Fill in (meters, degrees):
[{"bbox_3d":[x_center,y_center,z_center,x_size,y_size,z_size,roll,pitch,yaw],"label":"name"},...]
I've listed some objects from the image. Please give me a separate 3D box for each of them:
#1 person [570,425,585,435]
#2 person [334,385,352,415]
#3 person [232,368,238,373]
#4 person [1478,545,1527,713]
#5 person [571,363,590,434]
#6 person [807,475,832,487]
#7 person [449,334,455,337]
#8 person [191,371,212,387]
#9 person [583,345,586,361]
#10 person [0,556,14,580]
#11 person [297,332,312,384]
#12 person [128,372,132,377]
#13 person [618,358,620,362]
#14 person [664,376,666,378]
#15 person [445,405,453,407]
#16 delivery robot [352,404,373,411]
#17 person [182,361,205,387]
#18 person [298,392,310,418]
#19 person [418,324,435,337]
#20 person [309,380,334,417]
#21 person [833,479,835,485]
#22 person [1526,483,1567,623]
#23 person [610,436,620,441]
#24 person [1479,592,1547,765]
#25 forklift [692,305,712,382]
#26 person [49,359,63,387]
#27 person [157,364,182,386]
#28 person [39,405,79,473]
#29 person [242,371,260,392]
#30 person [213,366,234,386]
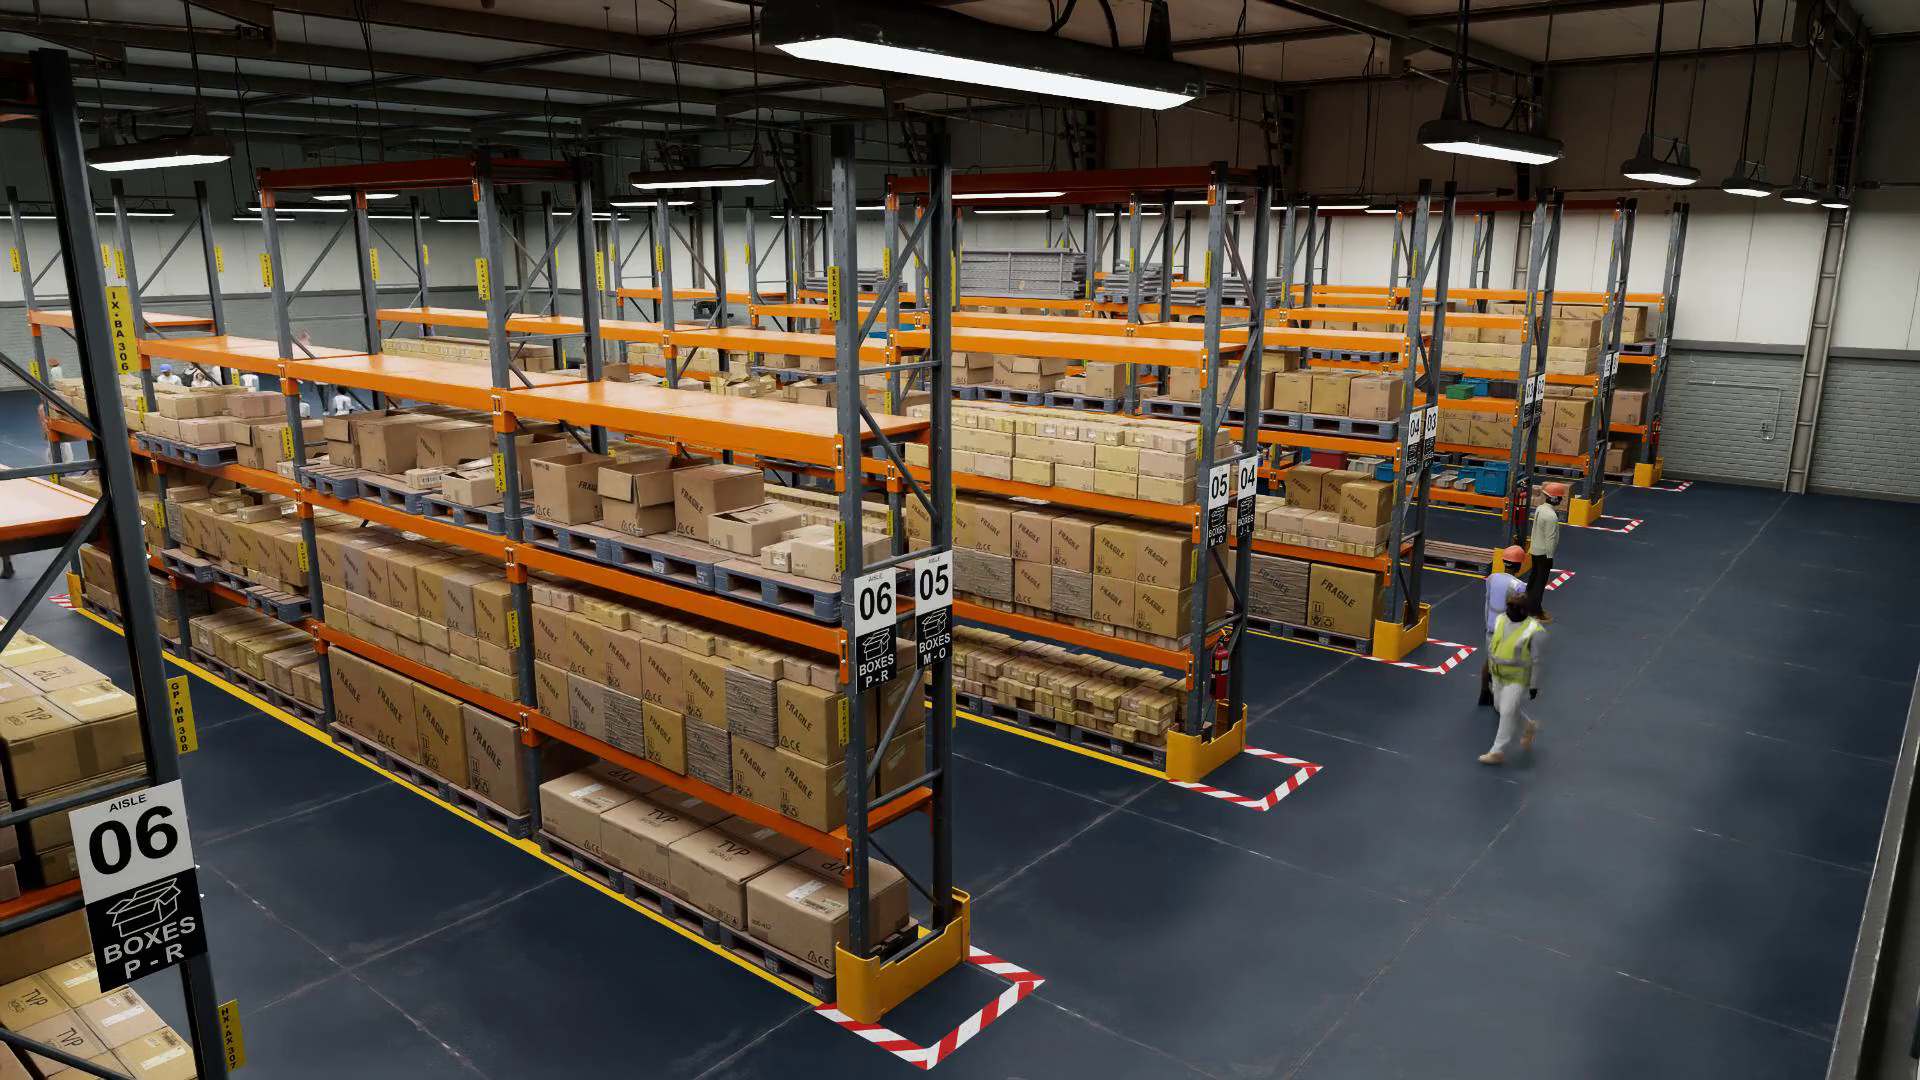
[{"bbox_3d":[-7.626,-1.523,25.068,1.078,1.819,0.586,9,17,34],"label":"person"},{"bbox_3d":[-15.682,-3.127,31.982,0.538,1.675,0.662,6,15,25],"label":"person"},{"bbox_3d":[-21.867,-4.629,37.665,0.560,1.922,0.529,-8,16,-31],"label":"person"},{"bbox_3d":[6.272,1.005,14.486,0.385,1.929,0.547,-5,14,-18],"label":"person"},{"bbox_3d":[-10.601,-3.878,34.523,0.689,1.950,0.608,-1,14,-3],"label":"person"},{"bbox_3d":[-3.053,-1.954,27.275,0.532,1.623,0.551,5,14,18],"label":"person"},{"bbox_3d":[-18.673,-6.709,46.514,0.525,1.792,0.991,1,14,5],"label":"person"},{"bbox_3d":[-21.369,-3.966,35.575,0.503,1.609,0.755,-4,14,-17],"label":"person"},{"bbox_3d":[-13.167,-6.370,45.018,0.452,1.839,0.644,3,14,12],"label":"person"},{"bbox_3d":[-15.335,-0.309,19.939,0.556,1.899,0.910,-3,14,-13],"label":"person"},{"bbox_3d":[-23.999,-6.675,46.206,0.648,1.870,0.956,8,16,29],"label":"person"},{"bbox_3d":[-27.269,-5.427,41.047,1.040,1.895,0.647,10,17,35],"label":"person"},{"bbox_3d":[-9.902,-4.463,37.134,0.389,1.850,0.566,11,18,39],"label":"person"},{"bbox_3d":[-10.669,-6.378,45.089,0.599,1.819,0.459,-10,17,-36],"label":"person"},{"bbox_3d":[-11.217,-2.144,27.851,0.861,1.731,0.531,13,19,42],"label":"person"},{"bbox_3d":[-17.575,-3.919,36.948,0.698,0.223,0.335,2,14,8],"label":"delivery robot"},{"bbox_3d":[-21.821,-4.220,35.823,0.742,2.000,0.580,5,14,18],"label":"person"},{"bbox_3d":[-15.325,-2.552,29.255,0.515,1.862,0.318,-3,14,-14],"label":"person"},{"bbox_3d":[-22.764,-8.558,53.864,0.653,1.904,0.405,-3,14,-12],"label":"person"},{"bbox_3d":[-19.213,-4.651,37.883,0.618,1.864,1.023,-4,14,-15],"label":"person"},{"bbox_3d":[-2.596,-2.181,27.561,0.363,1.939,0.636,11,18,38],"label":"person"},{"bbox_3d":[8.282,0.165,17.815,0.407,1.987,0.614,2,14,8],"label":"person"},{"bbox_3d":[-6.567,-1.191,24.170,0.503,1.615,0.640,-9,16,-33],"label":"person"},{"bbox_3d":[5.797,1.398,13.094,0.784,1.824,0.635,-5,15,-20],"label":"person"},{"bbox_3d":[-9.511,-7.392,47.124,1.873,2.768,1.129,11,17,38],"label":"forklift"},{"bbox_3d":[-27.963,-4.798,38.978,0.360,1.629,0.515,-1,14,-3],"label":"person"},{"bbox_3d":[-21.640,-3.875,34.573,0.713,1.917,0.479,-3,14,-11],"label":"person"},{"bbox_3d":[-20.841,-2.528,28.993,0.984,1.955,0.663,6,15,24],"label":"person"},{"bbox_3d":[-20.754,-4.269,36.806,0.536,1.621,0.598,0,14,1],"label":"person"},{"bbox_3d":[-21.576,-4.443,36.973,0.675,1.886,0.487,2,14,7],"label":"person"}]
